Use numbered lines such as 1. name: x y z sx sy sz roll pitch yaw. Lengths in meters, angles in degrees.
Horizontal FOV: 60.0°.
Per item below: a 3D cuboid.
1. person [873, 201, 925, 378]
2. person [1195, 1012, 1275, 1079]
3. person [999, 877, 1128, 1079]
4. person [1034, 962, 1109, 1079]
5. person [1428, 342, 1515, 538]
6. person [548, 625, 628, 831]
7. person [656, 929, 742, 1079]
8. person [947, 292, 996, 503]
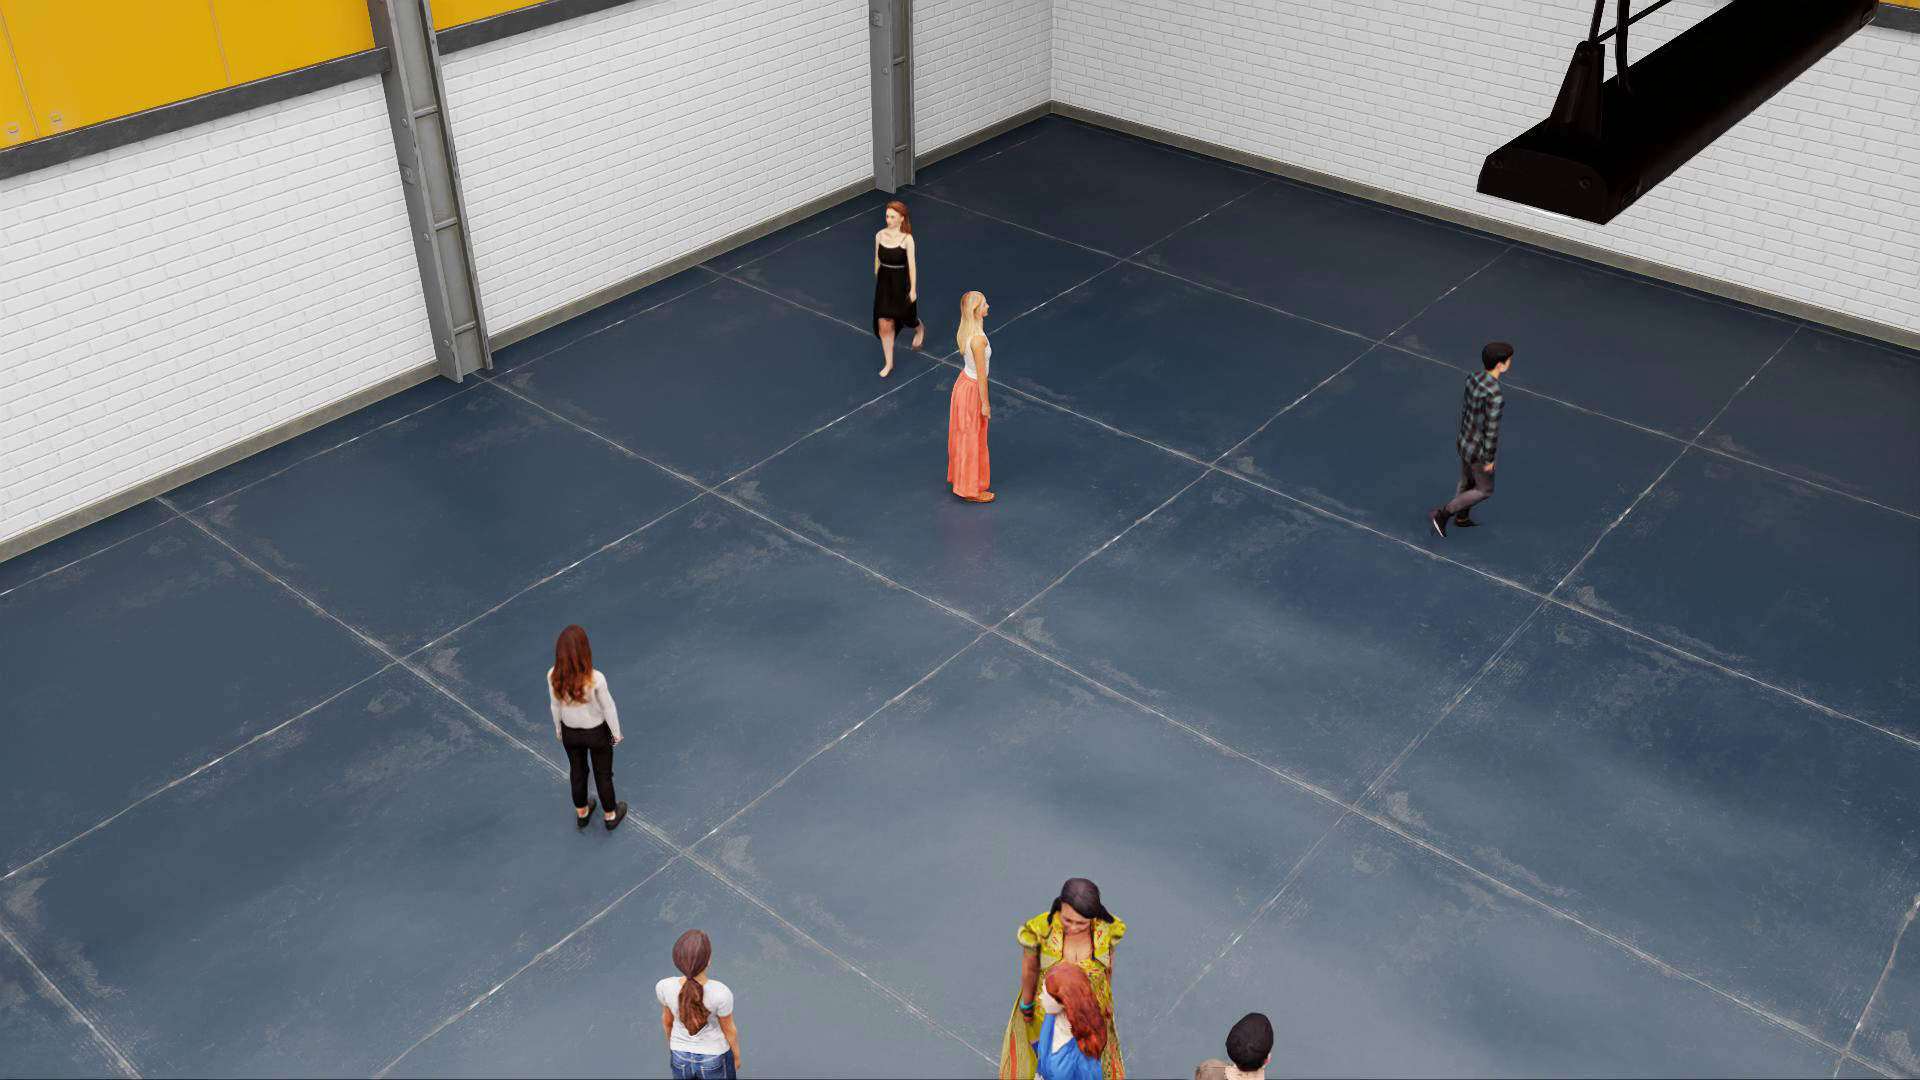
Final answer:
1. person: -0.550 -2.338 15.225 0.741 1.602 1.032 14 36 20
2. person: 1.169 2.818 7.224 0.644 1.872 0.749 26 41 33
3. person: 0.531 2.272 8.238 0.984 1.659 1.064 -5 34 -8
4. person: 0.604 2.605 7.604 0.815 1.807 0.773 -11 35 -15
5. person: 3.945 -0.752 12.888 0.945 1.710 0.906 -4 34 -6
6. person: -2.271 1.158 10.073 0.631 1.483 0.645 5 34 8
7. person: -1.243 2.476 8.019 0.613 1.562 0.646 6 34 9
8. person: 0.096 -1.150 13.257 0.772 1.802 0.728 -6 34 -9
